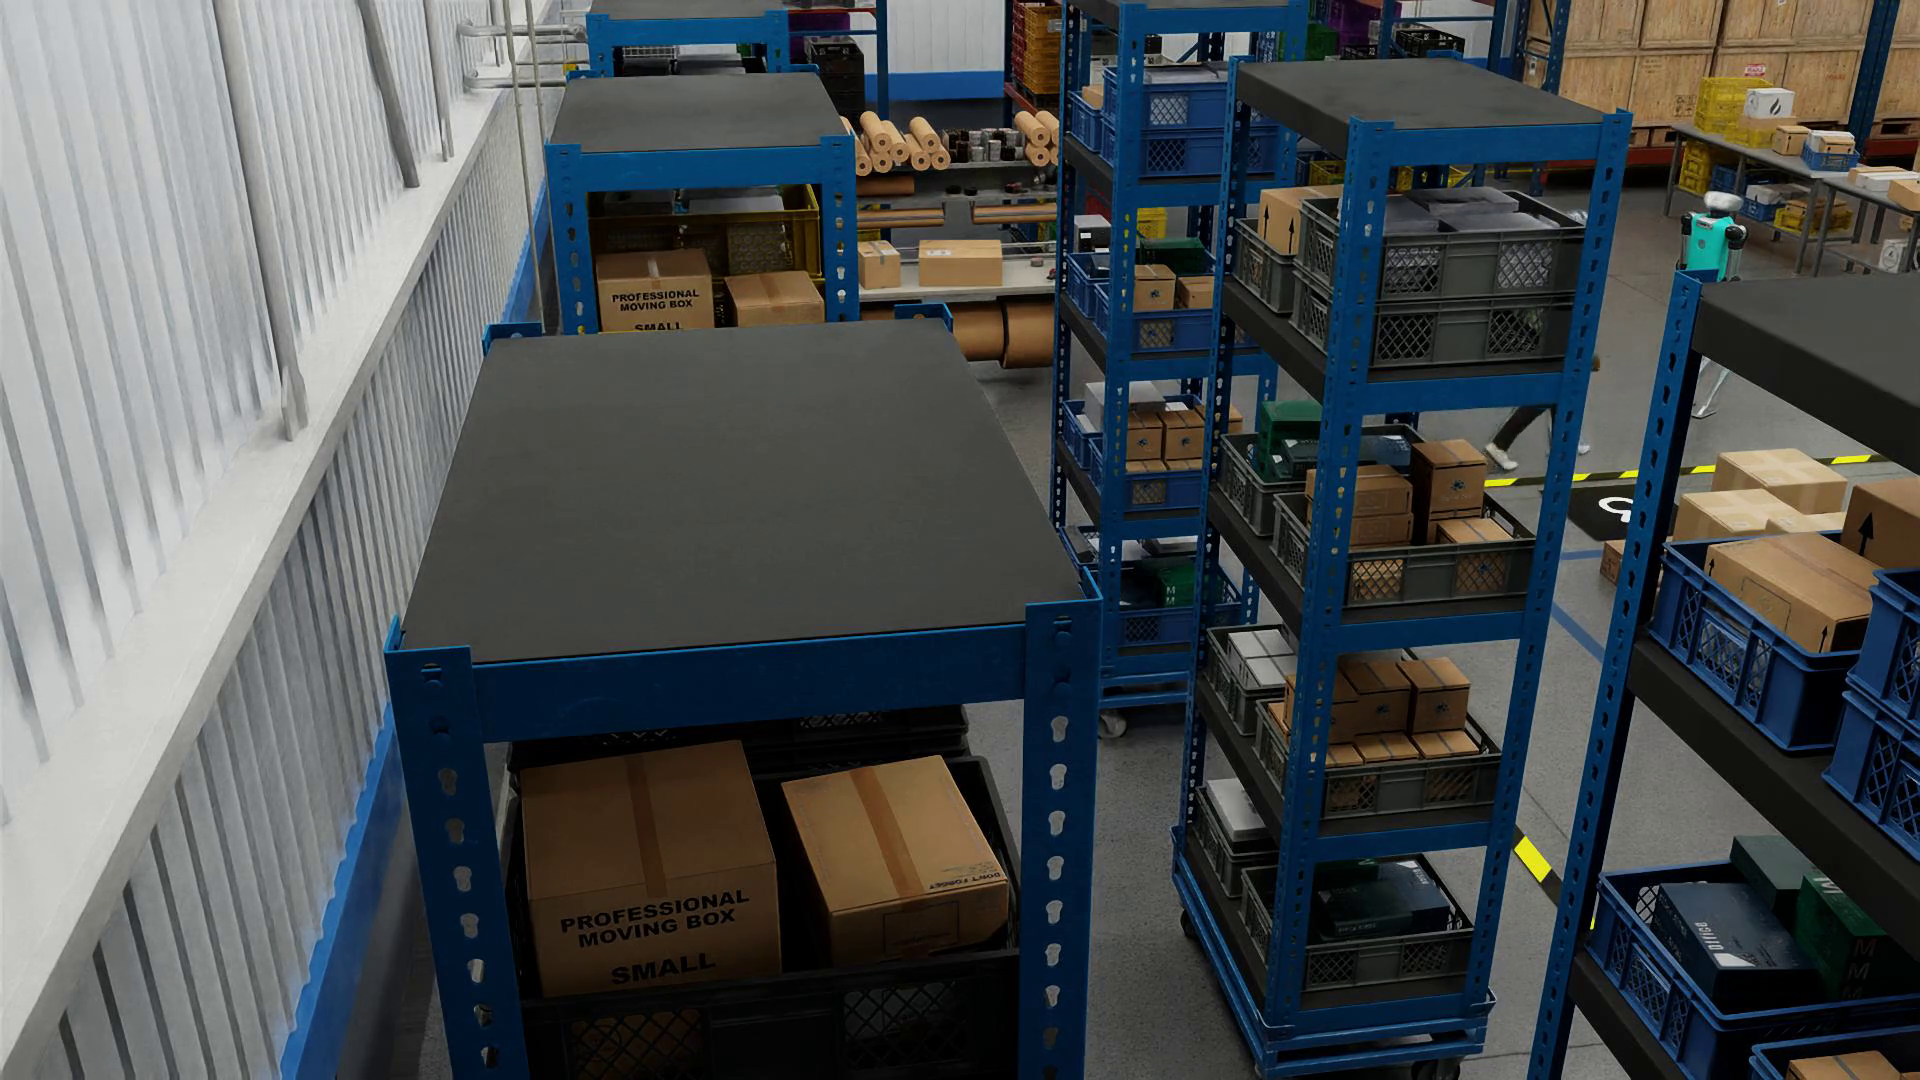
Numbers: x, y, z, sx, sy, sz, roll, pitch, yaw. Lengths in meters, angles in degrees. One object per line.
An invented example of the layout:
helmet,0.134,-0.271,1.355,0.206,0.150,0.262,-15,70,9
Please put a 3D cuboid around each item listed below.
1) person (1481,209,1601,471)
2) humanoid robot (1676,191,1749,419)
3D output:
person,4.063,-1.364,11.416,0.908,1.814,0.594,-5,25,-12
humanoid robot,5.570,-1.729,12.144,0.735,1.674,0.533,-11,27,-23
